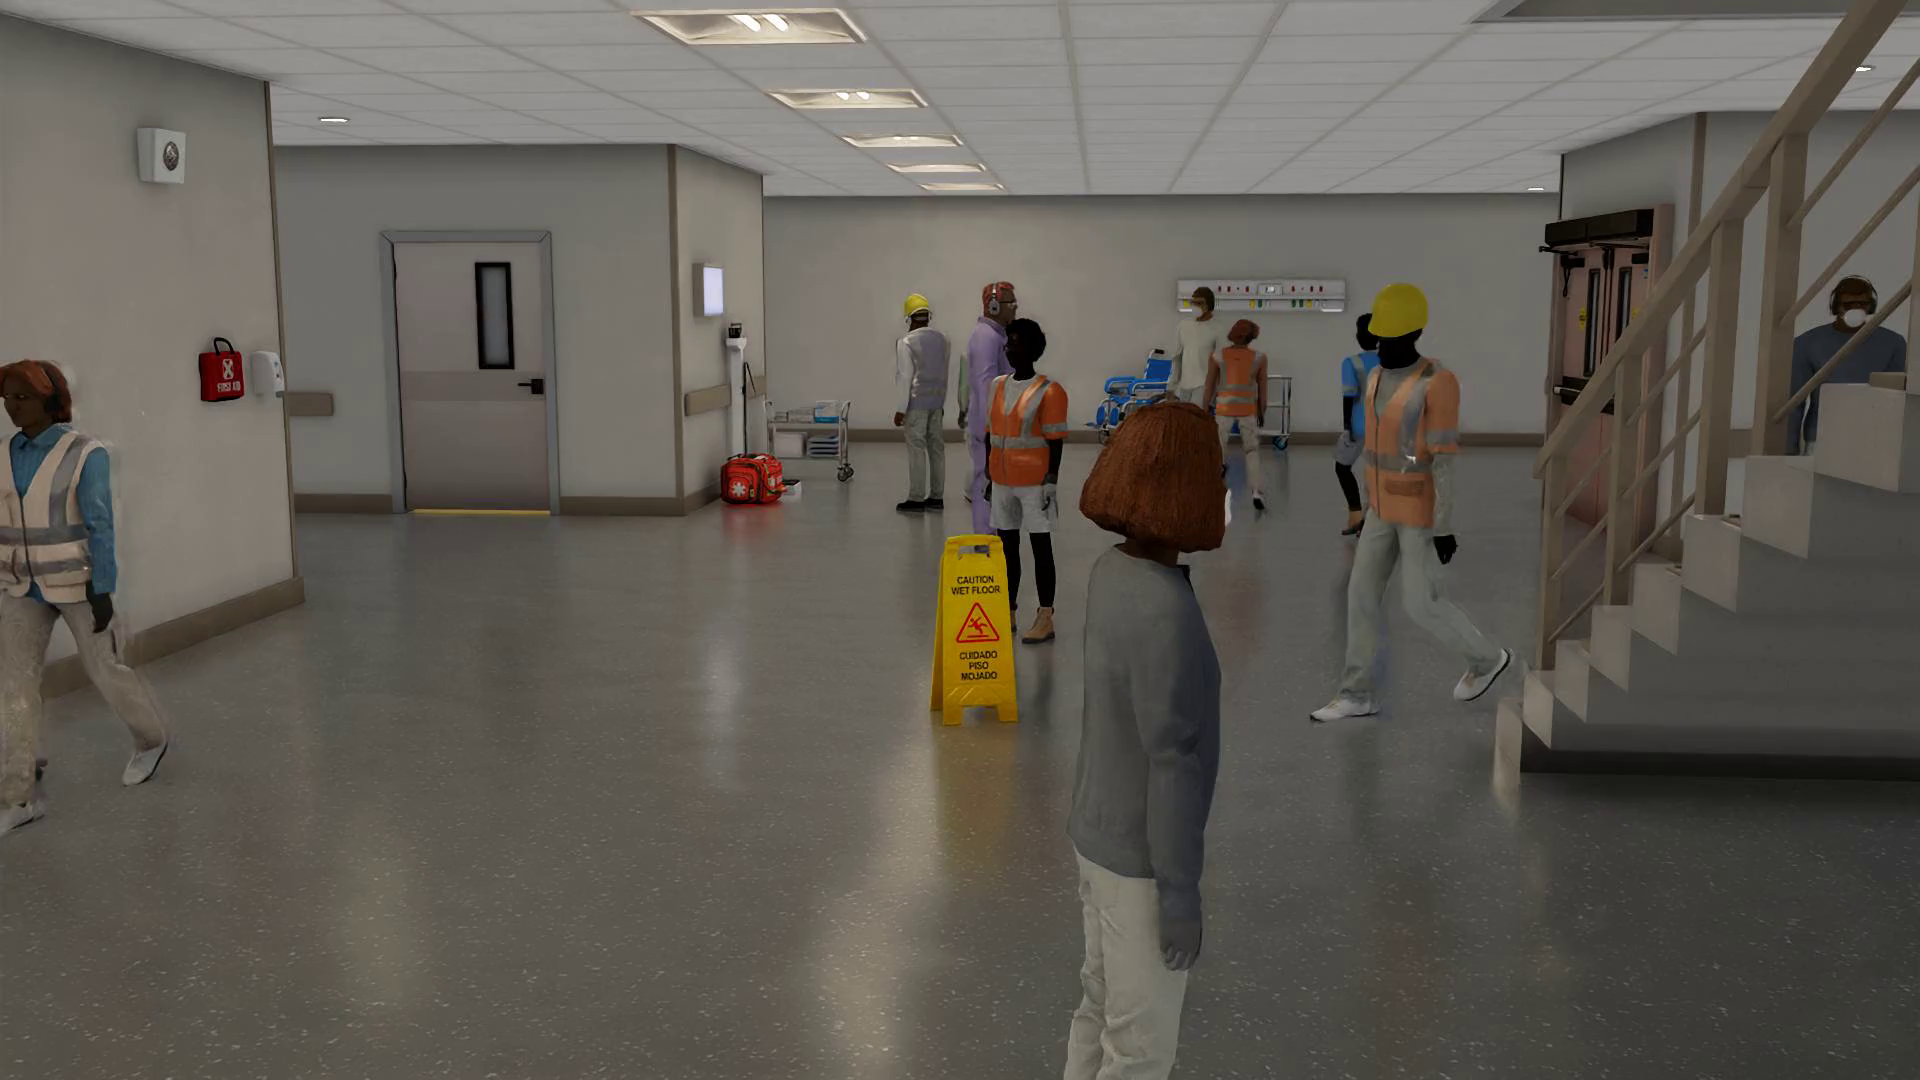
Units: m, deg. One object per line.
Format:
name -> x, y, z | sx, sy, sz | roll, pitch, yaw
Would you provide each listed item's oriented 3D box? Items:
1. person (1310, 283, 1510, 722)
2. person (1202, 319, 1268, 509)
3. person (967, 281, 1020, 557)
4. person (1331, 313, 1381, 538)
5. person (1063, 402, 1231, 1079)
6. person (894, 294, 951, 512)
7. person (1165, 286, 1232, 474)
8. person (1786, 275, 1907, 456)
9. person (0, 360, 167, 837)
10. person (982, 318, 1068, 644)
person -> 1.954, -0.148, 7.052 | 0.844, 1.877, 0.647 | -3, 9, -19
person -> 2.328, -1.061, 14.114 | 0.564, 1.619, 0.428 | 1, 8, 7
person -> 0.253, -0.776, 11.193 | 0.400, 1.909, 0.643 | 1, 8, 6
person -> 3.017, -0.829, 12.297 | 0.541, 1.684, 0.372 | -3, 9, -17
person -> 0.334, 0.571, 2.959 | 0.281, 1.633, 0.501 | -1, 8, -7
person -> -0.338, -1.145, 13.972 | 0.404, 1.827, 0.588 | 8, 11, 42
person -> 2.277, -1.420, 15.579 | 0.922, 1.911, 0.639 | -6, 10, -34
person -> 5.051, -0.540, 9.522 | 0.636, 1.931, 0.377 | 2, 9, 16
person -> -3.147, 0.162, 5.853 | 0.517, 1.605, 0.858 | 1, 8, 8
person -> 0.325, -0.311, 8.736 | 0.535, 1.700, 0.318 | 7, 11, 41
